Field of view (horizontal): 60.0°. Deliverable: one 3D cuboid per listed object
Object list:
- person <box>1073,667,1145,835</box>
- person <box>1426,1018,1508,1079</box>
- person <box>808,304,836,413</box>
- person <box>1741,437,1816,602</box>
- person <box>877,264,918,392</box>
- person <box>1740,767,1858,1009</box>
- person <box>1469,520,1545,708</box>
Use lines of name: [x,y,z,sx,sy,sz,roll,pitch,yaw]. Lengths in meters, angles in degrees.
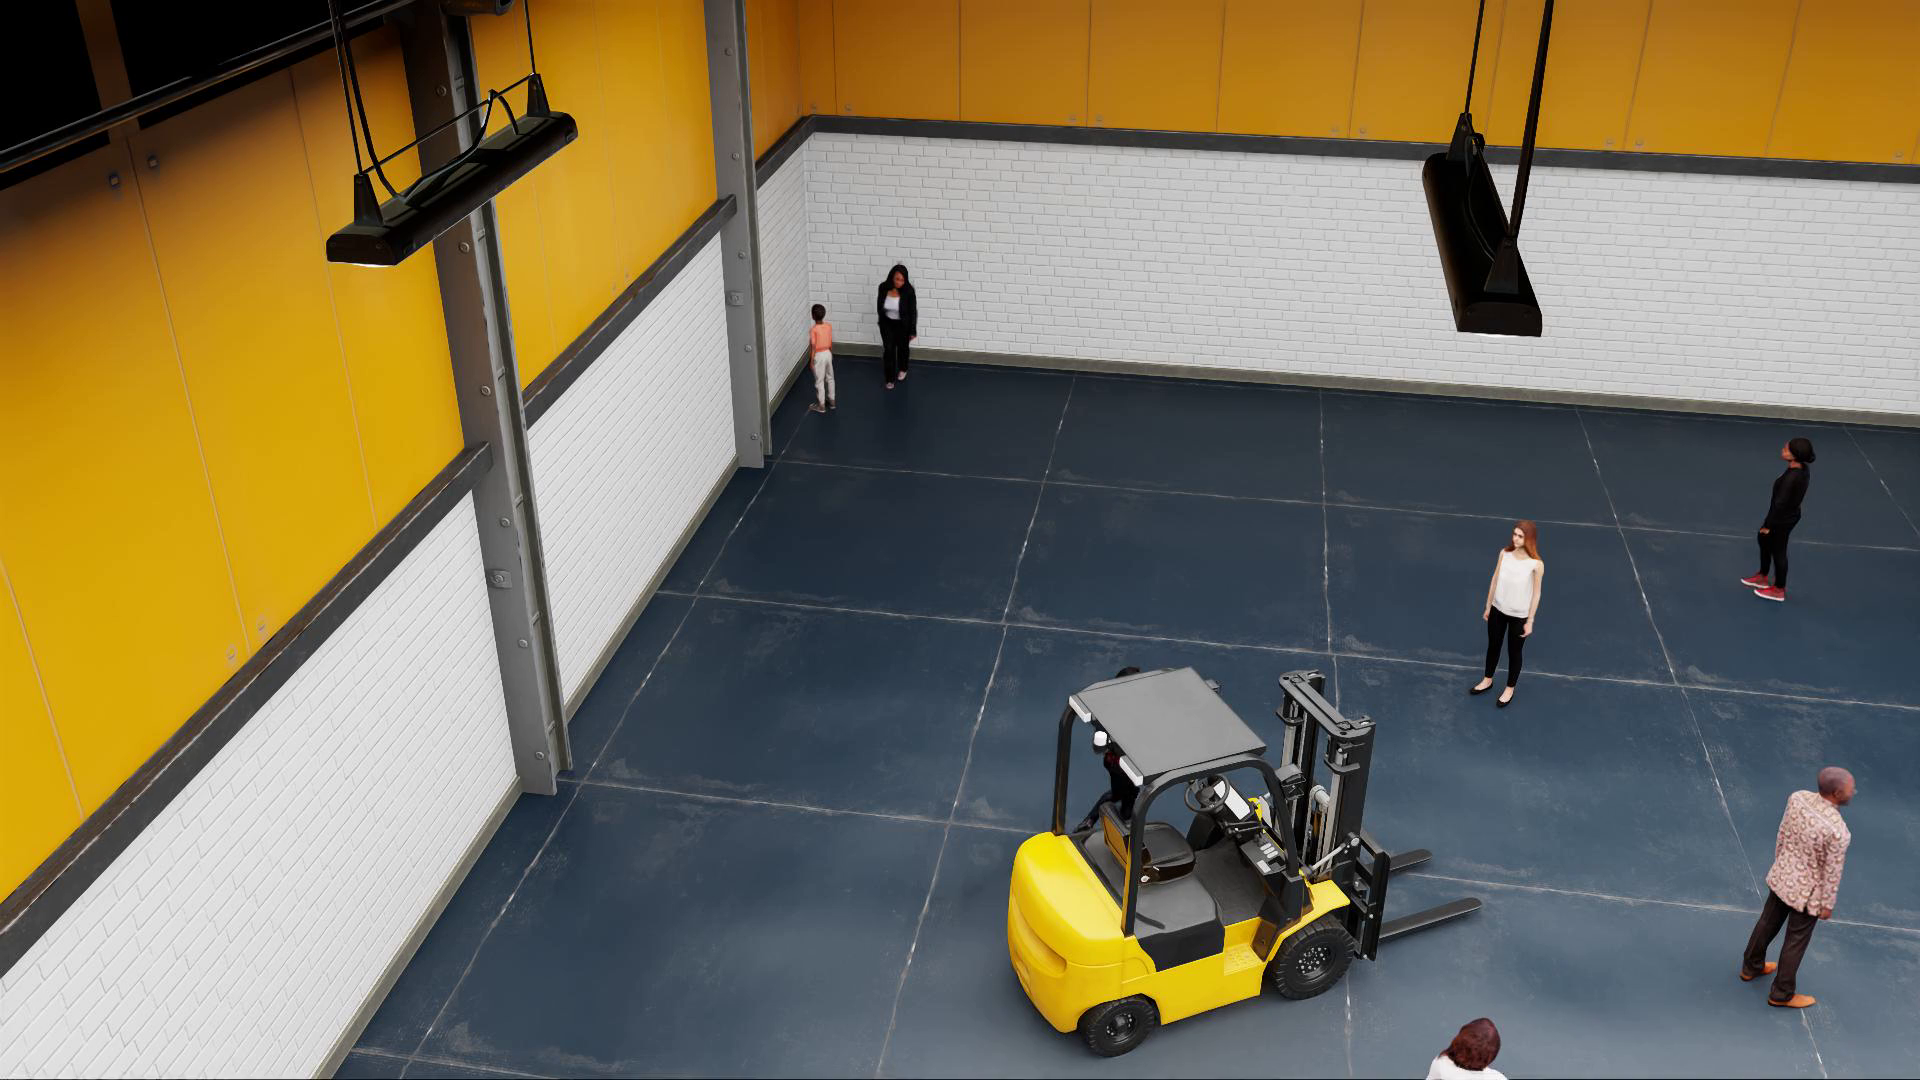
person: [1.126,1.666,12.186,0.861,1.643,0.841,-11,30,-19]
person: [2.632,3.356,8.960,0.776,1.765,1.136,12,31,20]
person: [-1.620,-2.145,19.522,0.549,1.310,0.626,-23,36,-36]
person: [7.781,-0.174,15.543,0.813,1.659,0.743,22,35,34]
person: [-0.761,-2.618,20.121,0.695,1.565,0.968,6,29,11]
person: [5.528,2.256,10.934,0.824,1.807,0.676,-7,29,-12]
person: [4.659,0.603,14.053,0.689,1.722,0.657,-23,36,-36]
